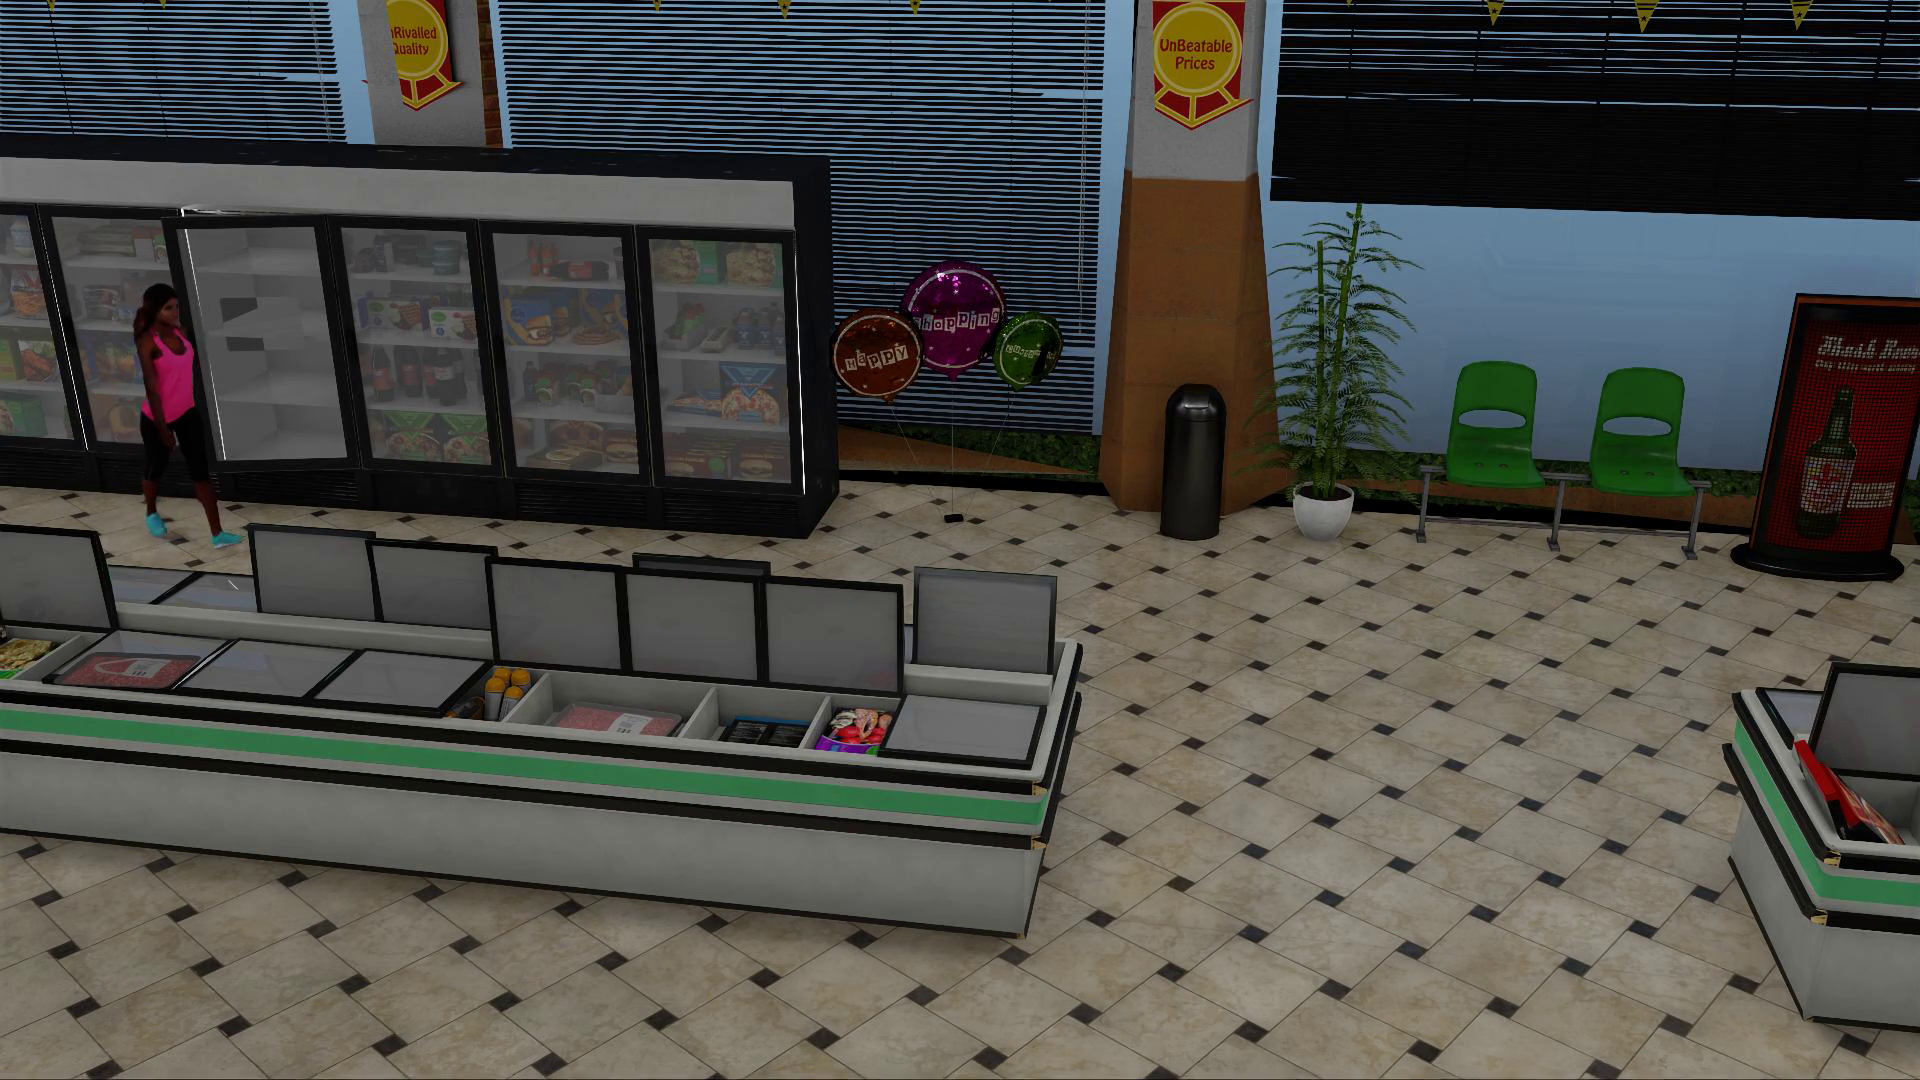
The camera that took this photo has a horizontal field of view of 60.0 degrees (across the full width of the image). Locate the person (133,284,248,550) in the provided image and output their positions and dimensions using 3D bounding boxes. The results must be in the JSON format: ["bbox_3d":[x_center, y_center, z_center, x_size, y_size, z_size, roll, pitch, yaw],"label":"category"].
[{"bbox_3d":[-4.974,-0.754,10.383,1.198,1.669,0.812,12,25,28],"label":"person"}]
